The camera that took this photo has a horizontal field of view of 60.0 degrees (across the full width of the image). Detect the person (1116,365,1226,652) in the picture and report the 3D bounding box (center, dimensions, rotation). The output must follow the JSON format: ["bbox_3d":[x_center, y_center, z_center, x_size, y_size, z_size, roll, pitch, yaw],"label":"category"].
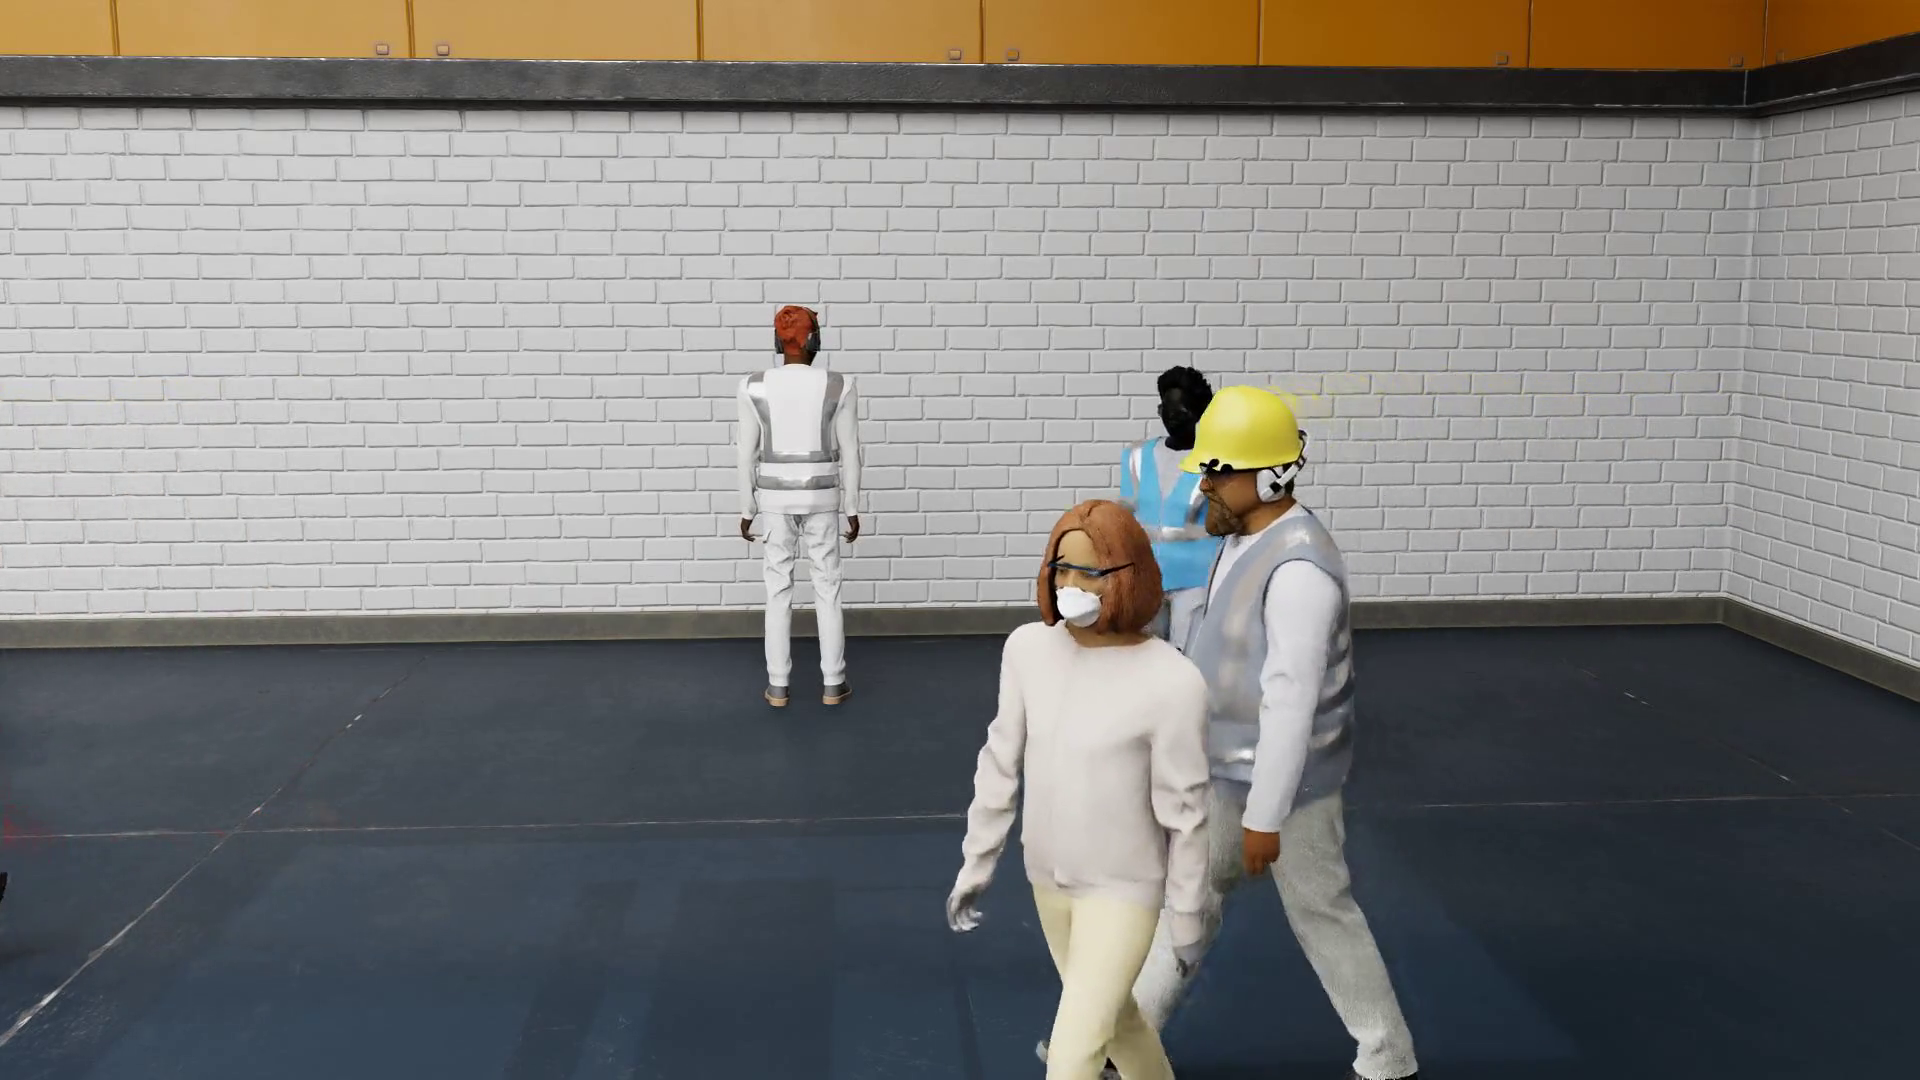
[{"bbox_3d":[0.881,0.148,6.547,0.541,1.678,0.631,6,11,35],"label":"person"}]

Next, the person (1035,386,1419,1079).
[{"bbox_3d":[0.698,0.522,3.940,0.938,1.770,0.612,-1,9,-3],"label":"person"}]

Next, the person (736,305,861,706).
[{"bbox_3d":[-0.752,-0.155,7.819,0.577,1.882,0.349,0,9,-2],"label":"person"}]

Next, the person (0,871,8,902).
[{"bbox_3d":[-3.061,0.443,4.497,0.697,1.743,0.527,-6,11,-34],"label":"person"}]

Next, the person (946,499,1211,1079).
[{"bbox_3d":[0.277,0.698,3.370,0.846,1.596,0.497,-8,12,-42],"label":"person"}]
